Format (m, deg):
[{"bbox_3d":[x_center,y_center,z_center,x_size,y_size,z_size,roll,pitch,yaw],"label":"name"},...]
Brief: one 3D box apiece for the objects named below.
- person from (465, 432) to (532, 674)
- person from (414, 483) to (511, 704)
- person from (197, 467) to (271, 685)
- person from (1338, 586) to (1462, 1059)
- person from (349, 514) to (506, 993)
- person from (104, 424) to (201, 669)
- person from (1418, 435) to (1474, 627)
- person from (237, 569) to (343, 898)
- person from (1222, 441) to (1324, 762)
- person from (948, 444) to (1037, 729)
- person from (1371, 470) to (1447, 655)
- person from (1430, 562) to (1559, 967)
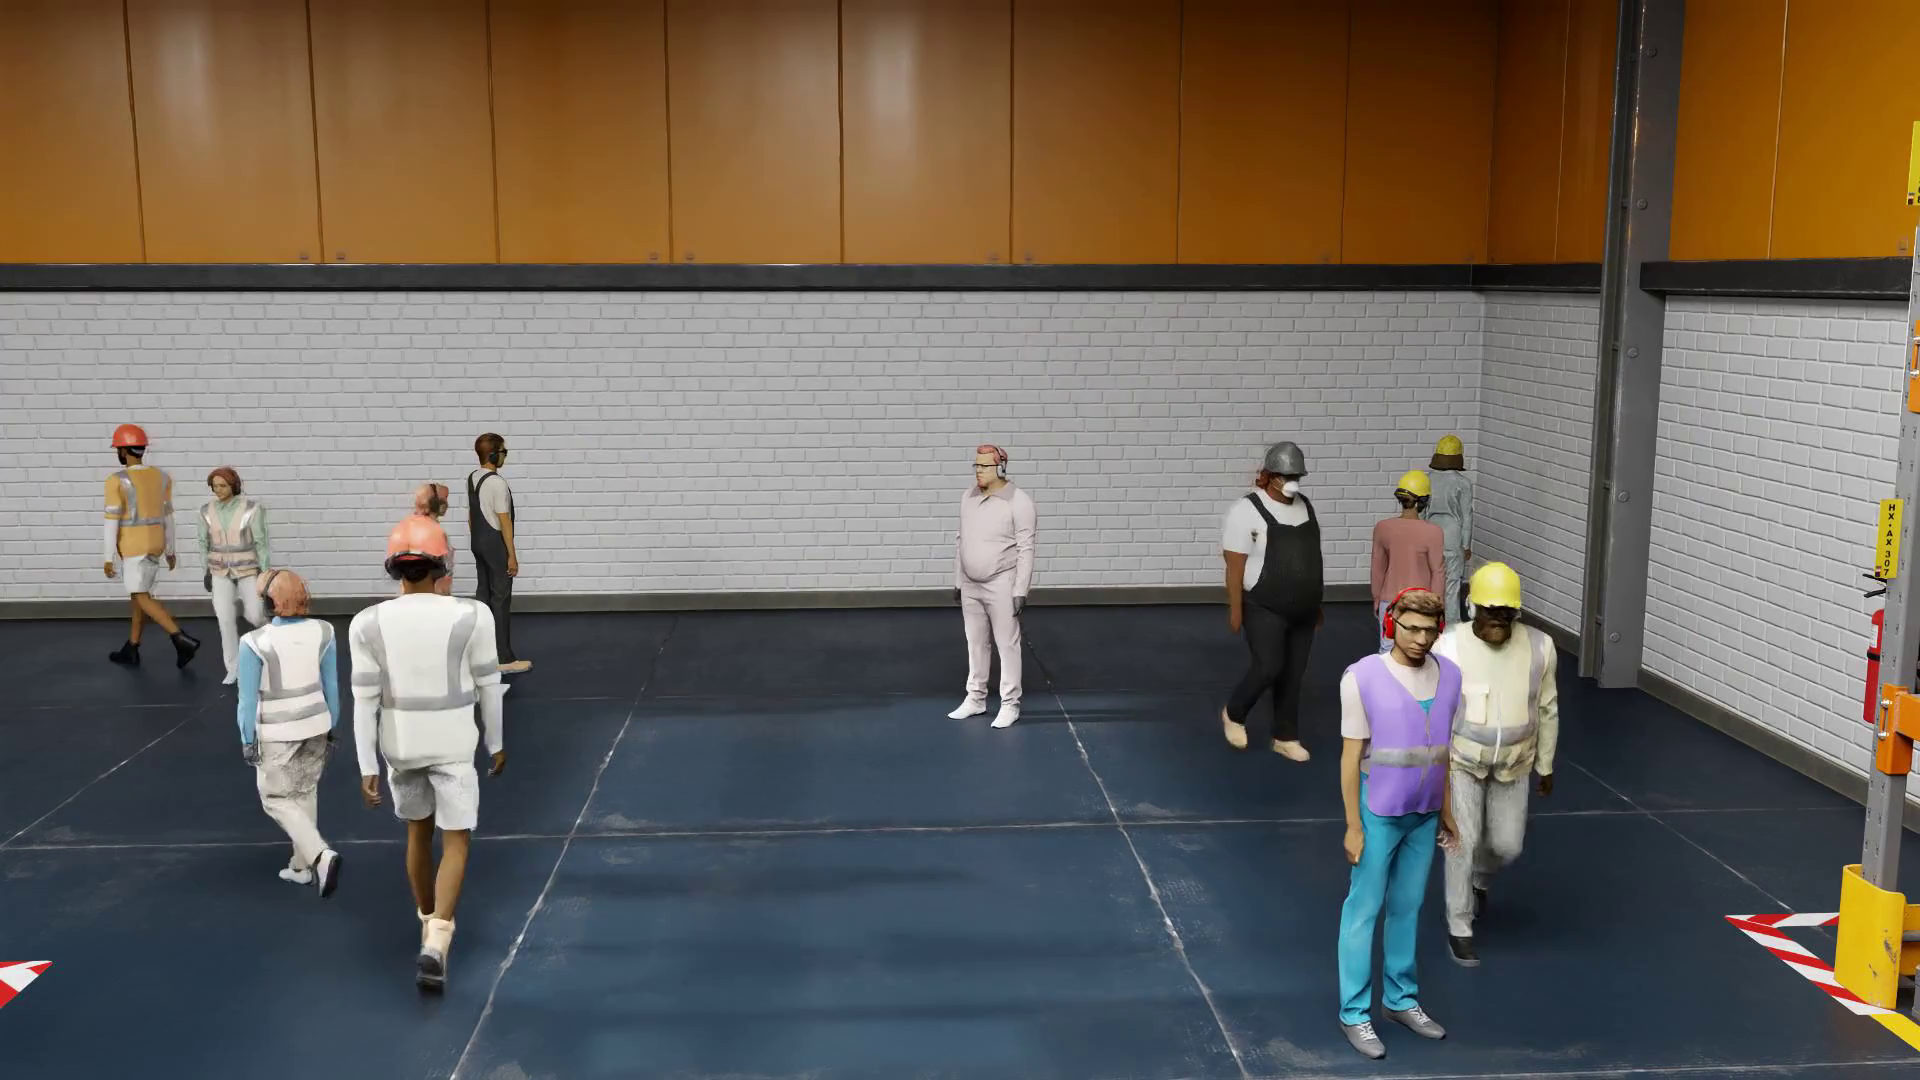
[{"bbox_3d":[-3.549,0.101,12.696,0.508,1.846,0.345,8,12,41],"label":"person"},{"bbox_3d":[-3.596,0.401,11.566,0.837,1.595,0.531,-8,12,-41],"label":"person"},{"bbox_3d":[-5.423,0.238,12.516,0.533,1.619,0.597,0,9,-3],"label":"person"},{"bbox_3d":[1.718,1.082,6.555,0.563,1.839,0.392,-5,10,-27],"label":"person"},{"bbox_3d":[-2.298,0.904,7.157,0.608,2.016,0.892,-1,9,-4],"label":"person"},{"bbox_3d":[-6.249,0.058,12.789,0.896,1.910,0.570,4,10,22],"label":"person"},{"bbox_3d":[3.943,0.017,13.538,0.485,1.744,0.309,8,12,41],"label":"person"},{"bbox_3d":[-3.202,0.948,8.071,0.619,1.627,0.515,7,11,36],"label":"person"},{"bbox_3d":[2.009,0.374,10.369,0.684,2.000,0.550,-5,10,-30],"label":"person"},{"bbox_3d":[0.196,0.307,11.207,0.637,1.910,0.406,8,12,40],"label":"person"},{"bbox_3d":[2.945,0.422,10.921,0.523,1.769,0.322,9,13,44],"label":"person"},{"bbox_3d":[2.331,0.961,7.418,0.622,1.806,0.618,1,9,3],"label":"person"}]
